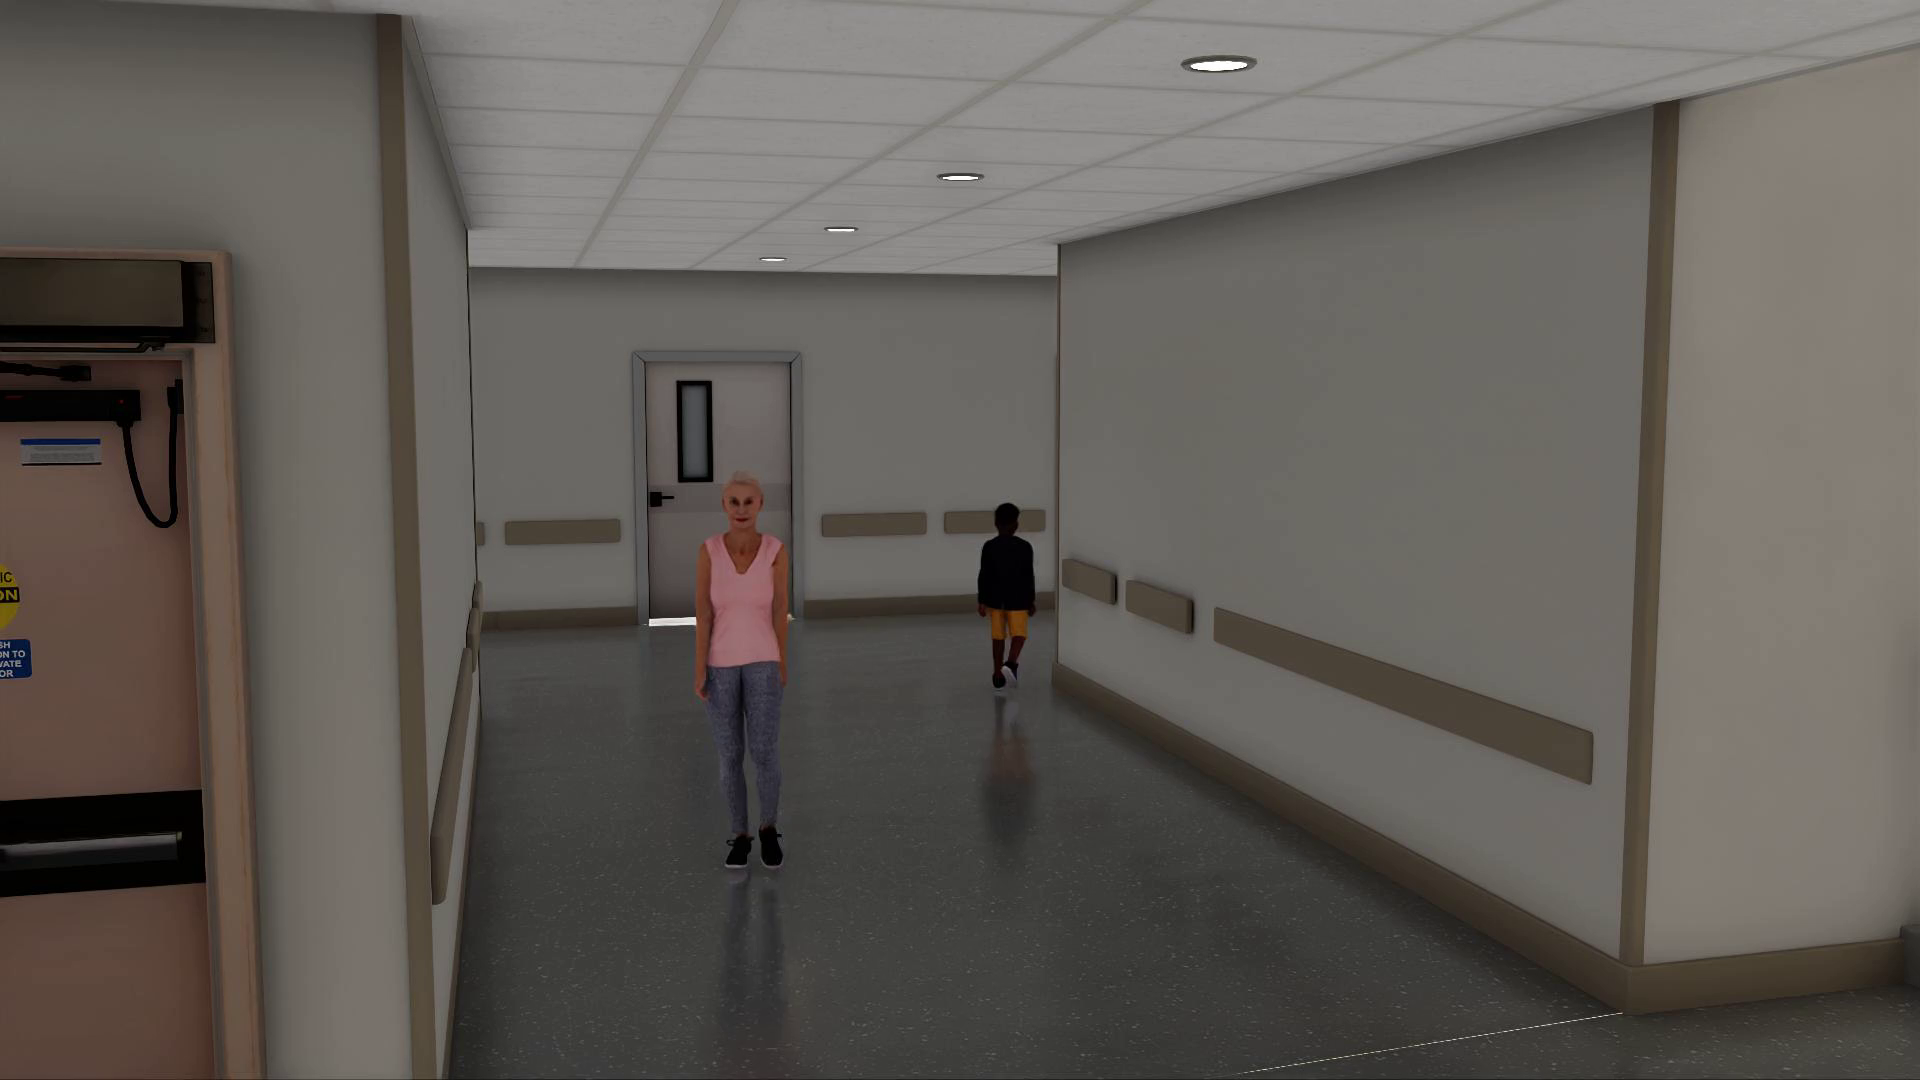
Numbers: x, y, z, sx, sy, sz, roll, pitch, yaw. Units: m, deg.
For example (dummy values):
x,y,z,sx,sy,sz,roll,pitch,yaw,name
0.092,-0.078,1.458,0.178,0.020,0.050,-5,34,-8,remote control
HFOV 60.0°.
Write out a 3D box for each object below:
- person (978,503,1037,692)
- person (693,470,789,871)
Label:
x,y,z,sx,sy,sz,roll,pitch,yaw,name
0.322,0.390,11.081,0.687,1.262,0.724,1,6,6,person
-0.939,0.555,7.206,0.601,1.710,0.674,0,6,-1,person
